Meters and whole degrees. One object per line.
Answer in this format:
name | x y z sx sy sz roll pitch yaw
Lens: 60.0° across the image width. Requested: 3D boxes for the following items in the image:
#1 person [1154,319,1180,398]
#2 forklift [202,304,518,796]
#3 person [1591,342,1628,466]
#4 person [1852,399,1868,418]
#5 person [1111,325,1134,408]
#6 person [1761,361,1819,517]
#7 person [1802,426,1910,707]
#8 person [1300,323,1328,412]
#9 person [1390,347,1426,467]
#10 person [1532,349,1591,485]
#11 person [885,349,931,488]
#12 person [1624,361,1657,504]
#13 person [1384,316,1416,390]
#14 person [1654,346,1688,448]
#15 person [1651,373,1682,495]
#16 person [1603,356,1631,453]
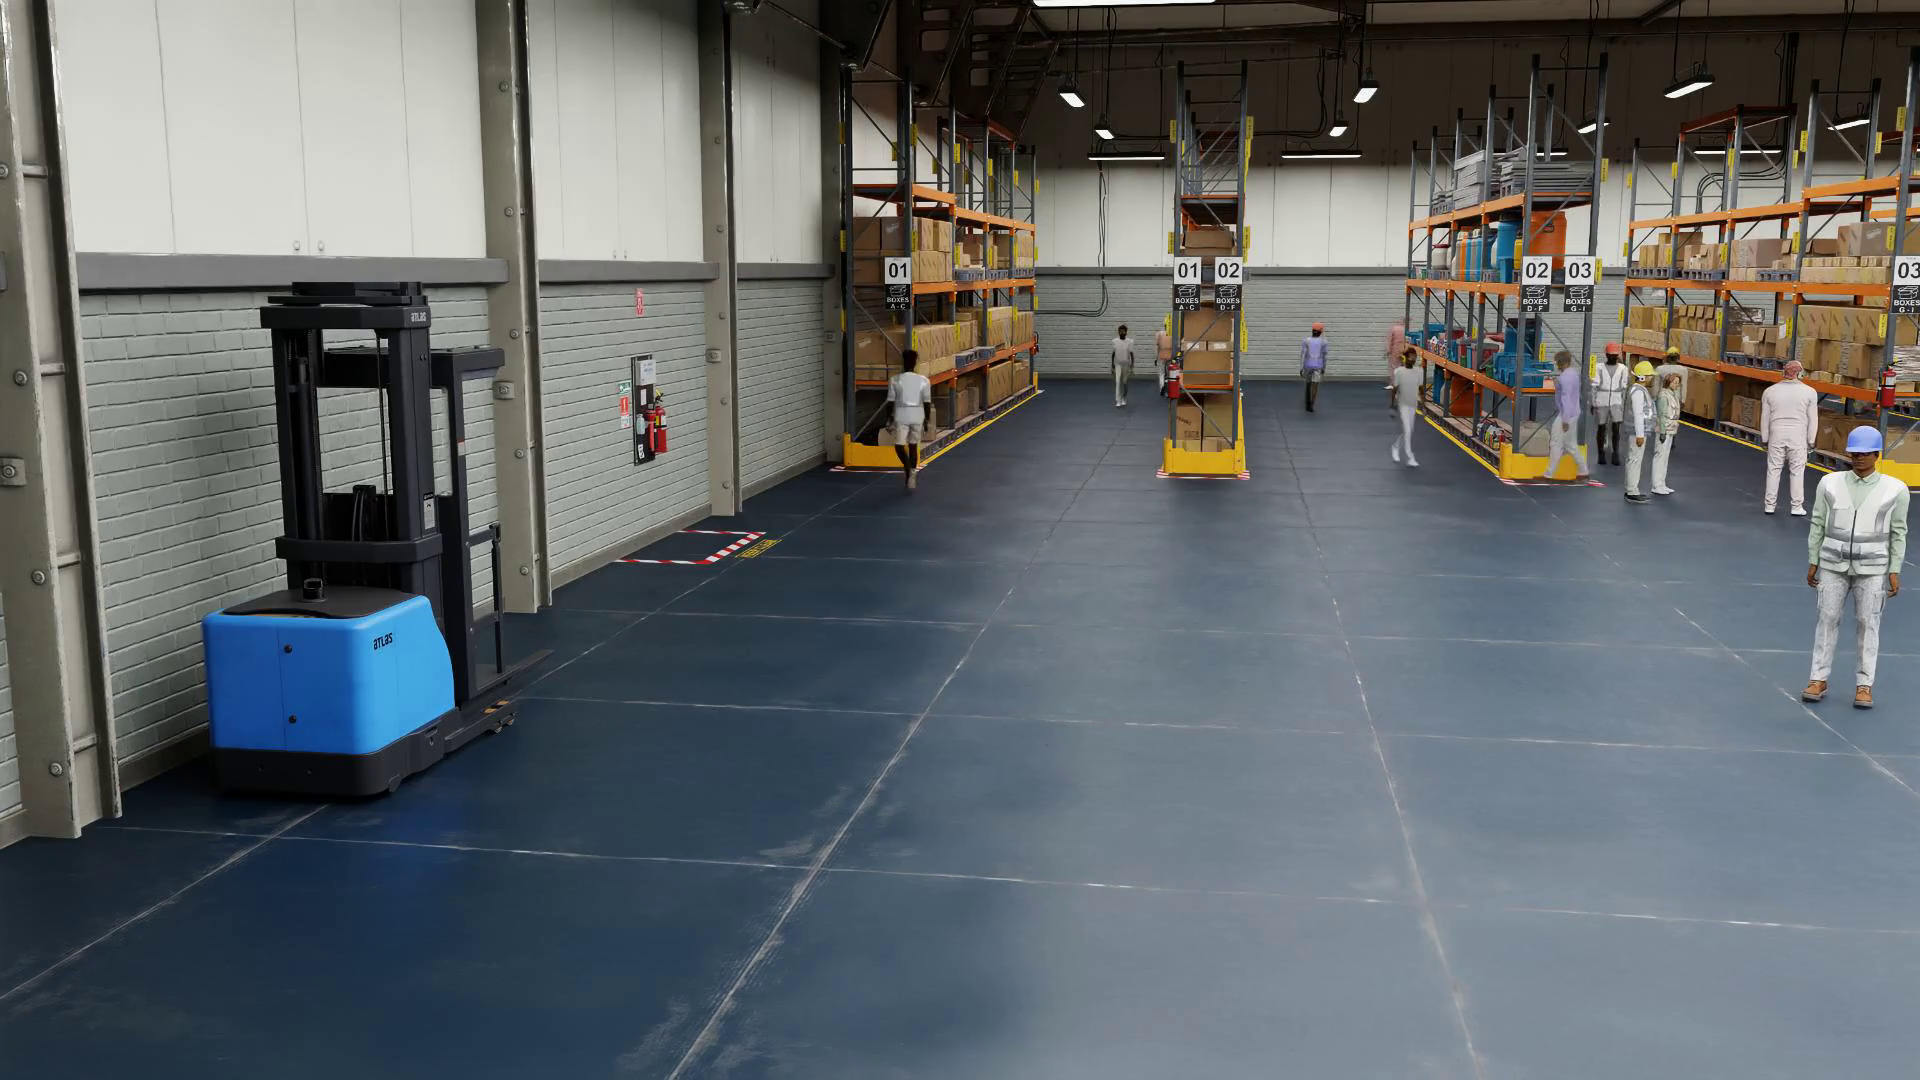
person | 4.924 -4.336 39.487 0.613 1.914 0.488 2 9 12
forklift | -3.673 -0.038 10.147 1.129 2.768 1.873 1 9 9
person | 10.039 -2.096 25.709 0.555 1.903 0.860 2 9 12
person | 18.560 -3.495 34.270 0.666 1.922 0.449 1 9 5
person | 3.631 -3.896 37.101 0.528 1.826 0.938 1 9 8
person | 10.218 -1.253 20.509 0.642 1.909 0.410 7 11 35
person | 6.214 0.177 11.556 0.604 1.949 0.389 7 11 36
person | 7.611 -3.717 35.792 0.559 1.882 0.973 2 9 14
person | 6.968 -2.097 25.928 0.527 1.844 0.867 -2 9 -12
person | 8.569 -1.736 23.512 0.675 1.930 0.664 4 10 26
person | -0.700 -1.667 22.960 0.626 1.941 0.763 -3 10 -18
person | 8.877 -1.413 21.715 0.403 1.834 0.587 3 10 17
person | 11.178 -4.760 42.272 0.755 1.869 0.396 2 10 14
person | 11.987 -2.400 28.093 0.522 1.740 0.758 4 10 23
person | 9.552 -1.440 22.491 0.315 1.636 0.514 7 11 36
person | 10.829 -2.255 27.578 0.506 1.615 0.675 3 10 19
